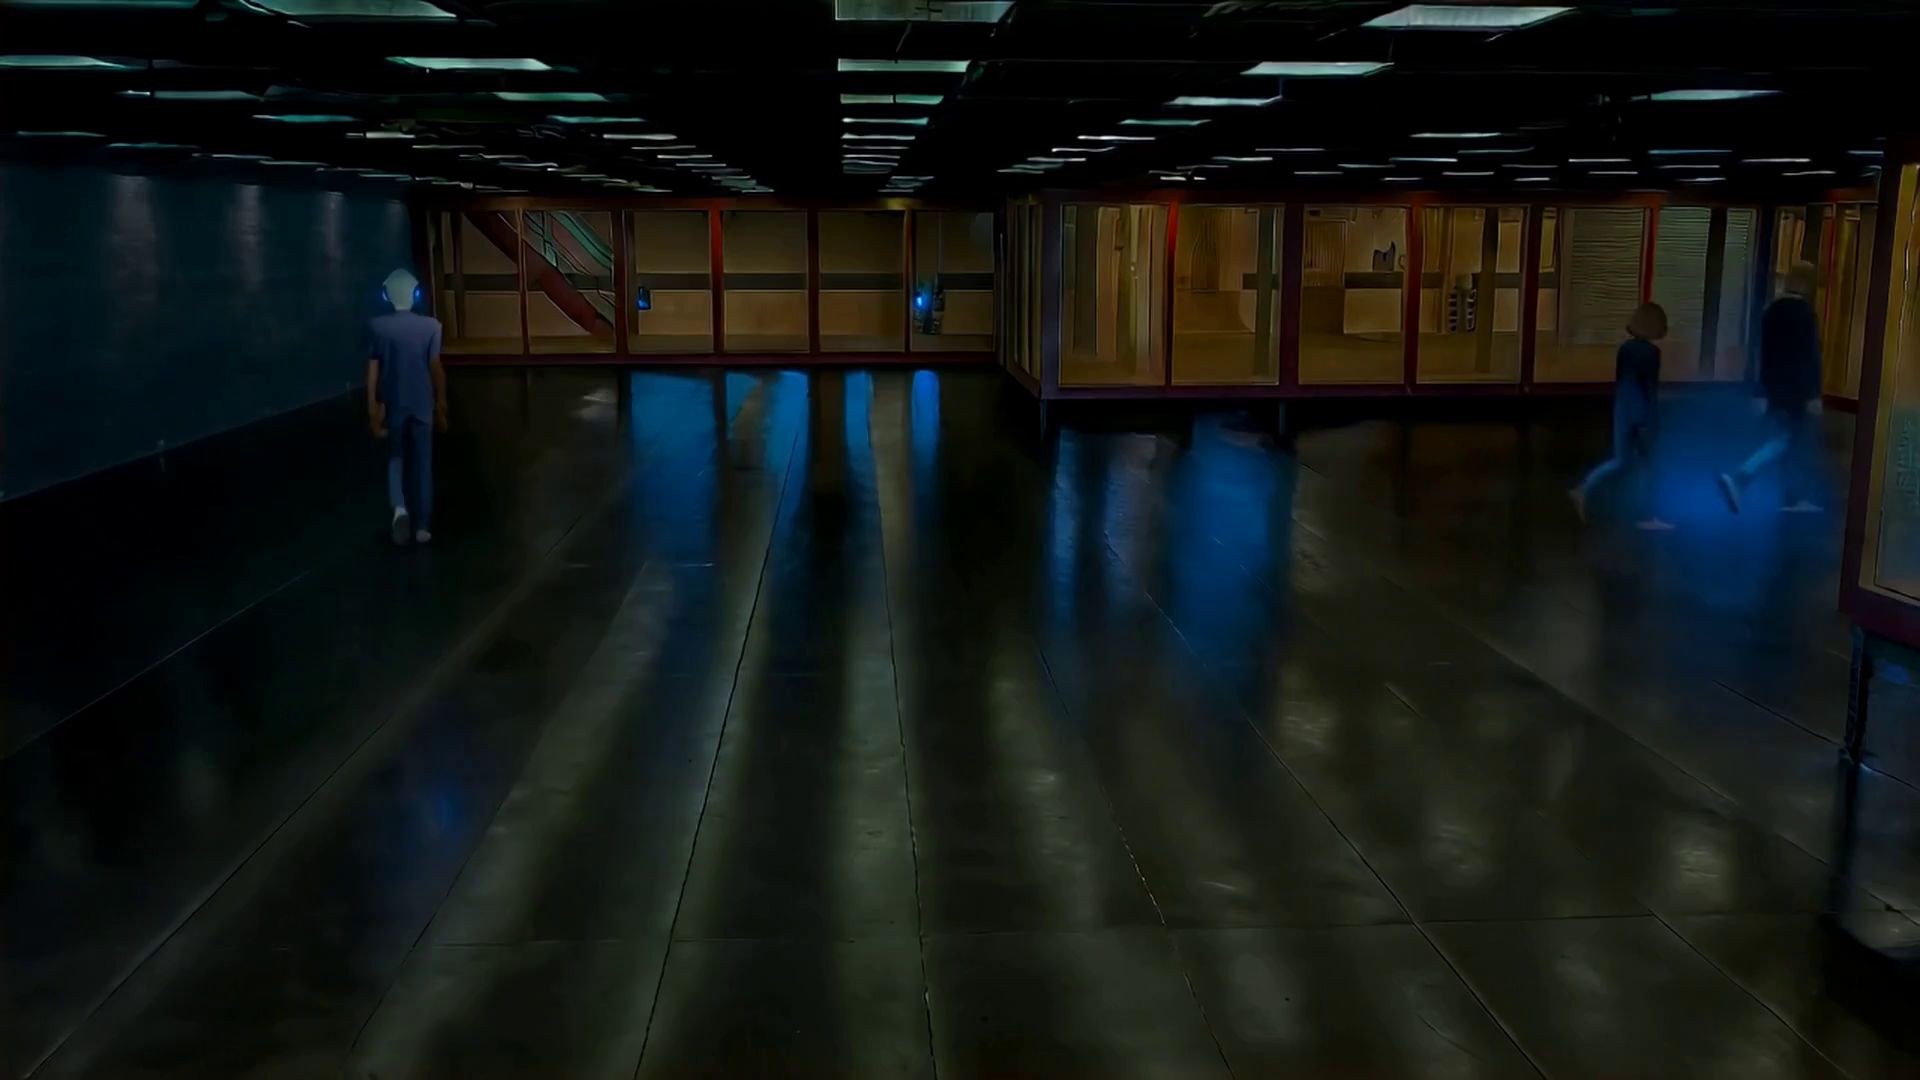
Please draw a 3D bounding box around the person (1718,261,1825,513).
[{"bbox_3d":[6.028,-1.105,12.213,0.753,1.880,0.645,1,11,7],"label":"person"}]

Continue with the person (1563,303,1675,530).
[{"bbox_3d":[4.646,-0.851,11.604,0.707,1.606,0.502,-1,11,-6],"label":"person"}]

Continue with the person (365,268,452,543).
[{"bbox_3d":[-3.664,-0.877,11.088,0.506,1.848,0.447,-2,11,-12],"label":"person"}]
